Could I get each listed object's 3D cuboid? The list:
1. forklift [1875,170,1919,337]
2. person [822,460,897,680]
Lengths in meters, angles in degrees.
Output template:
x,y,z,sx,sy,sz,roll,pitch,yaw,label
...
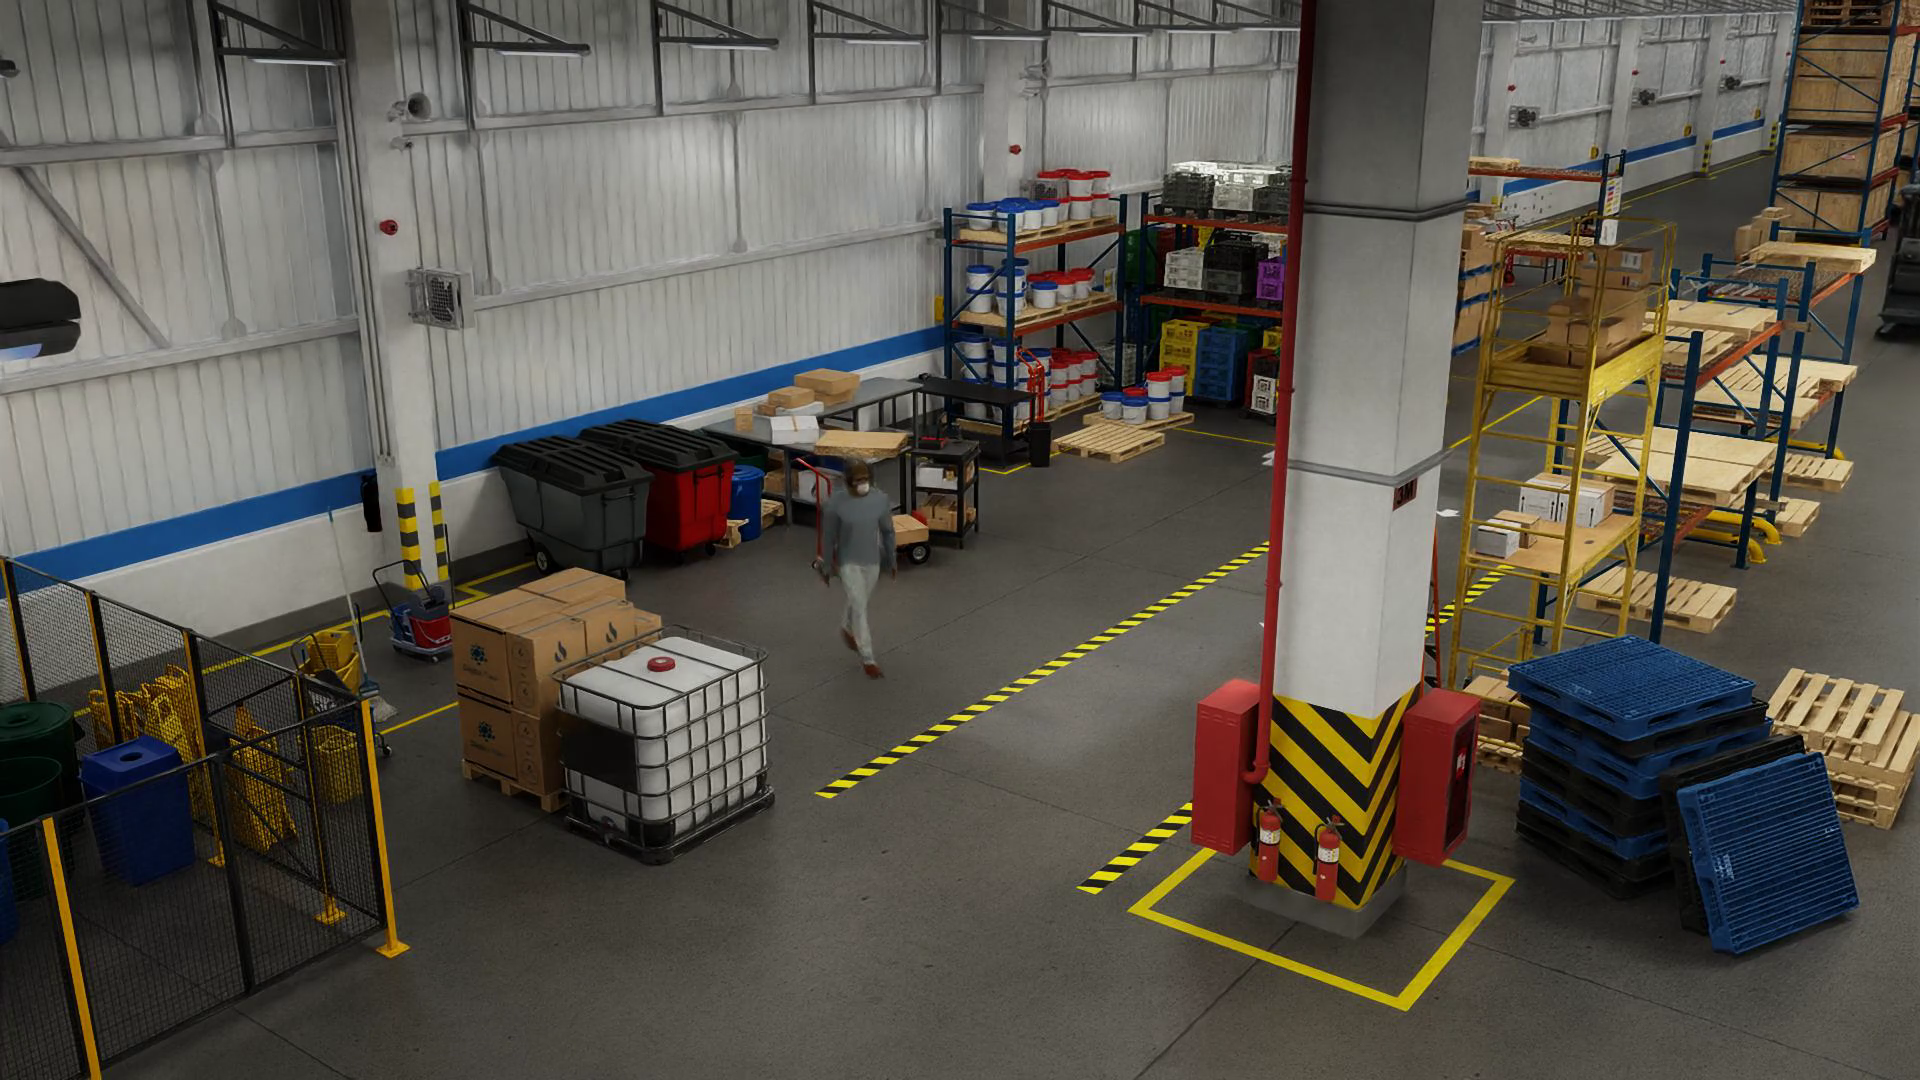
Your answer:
x,y,z,sx,sy,sz,roll,pitch,yaw,label
16.866,-4.965,28.815,1.129,2.768,1.873,13,22,34,forklift
-0.896,0.187,14.635,0.643,1.890,1.053,-9,20,-27,person
